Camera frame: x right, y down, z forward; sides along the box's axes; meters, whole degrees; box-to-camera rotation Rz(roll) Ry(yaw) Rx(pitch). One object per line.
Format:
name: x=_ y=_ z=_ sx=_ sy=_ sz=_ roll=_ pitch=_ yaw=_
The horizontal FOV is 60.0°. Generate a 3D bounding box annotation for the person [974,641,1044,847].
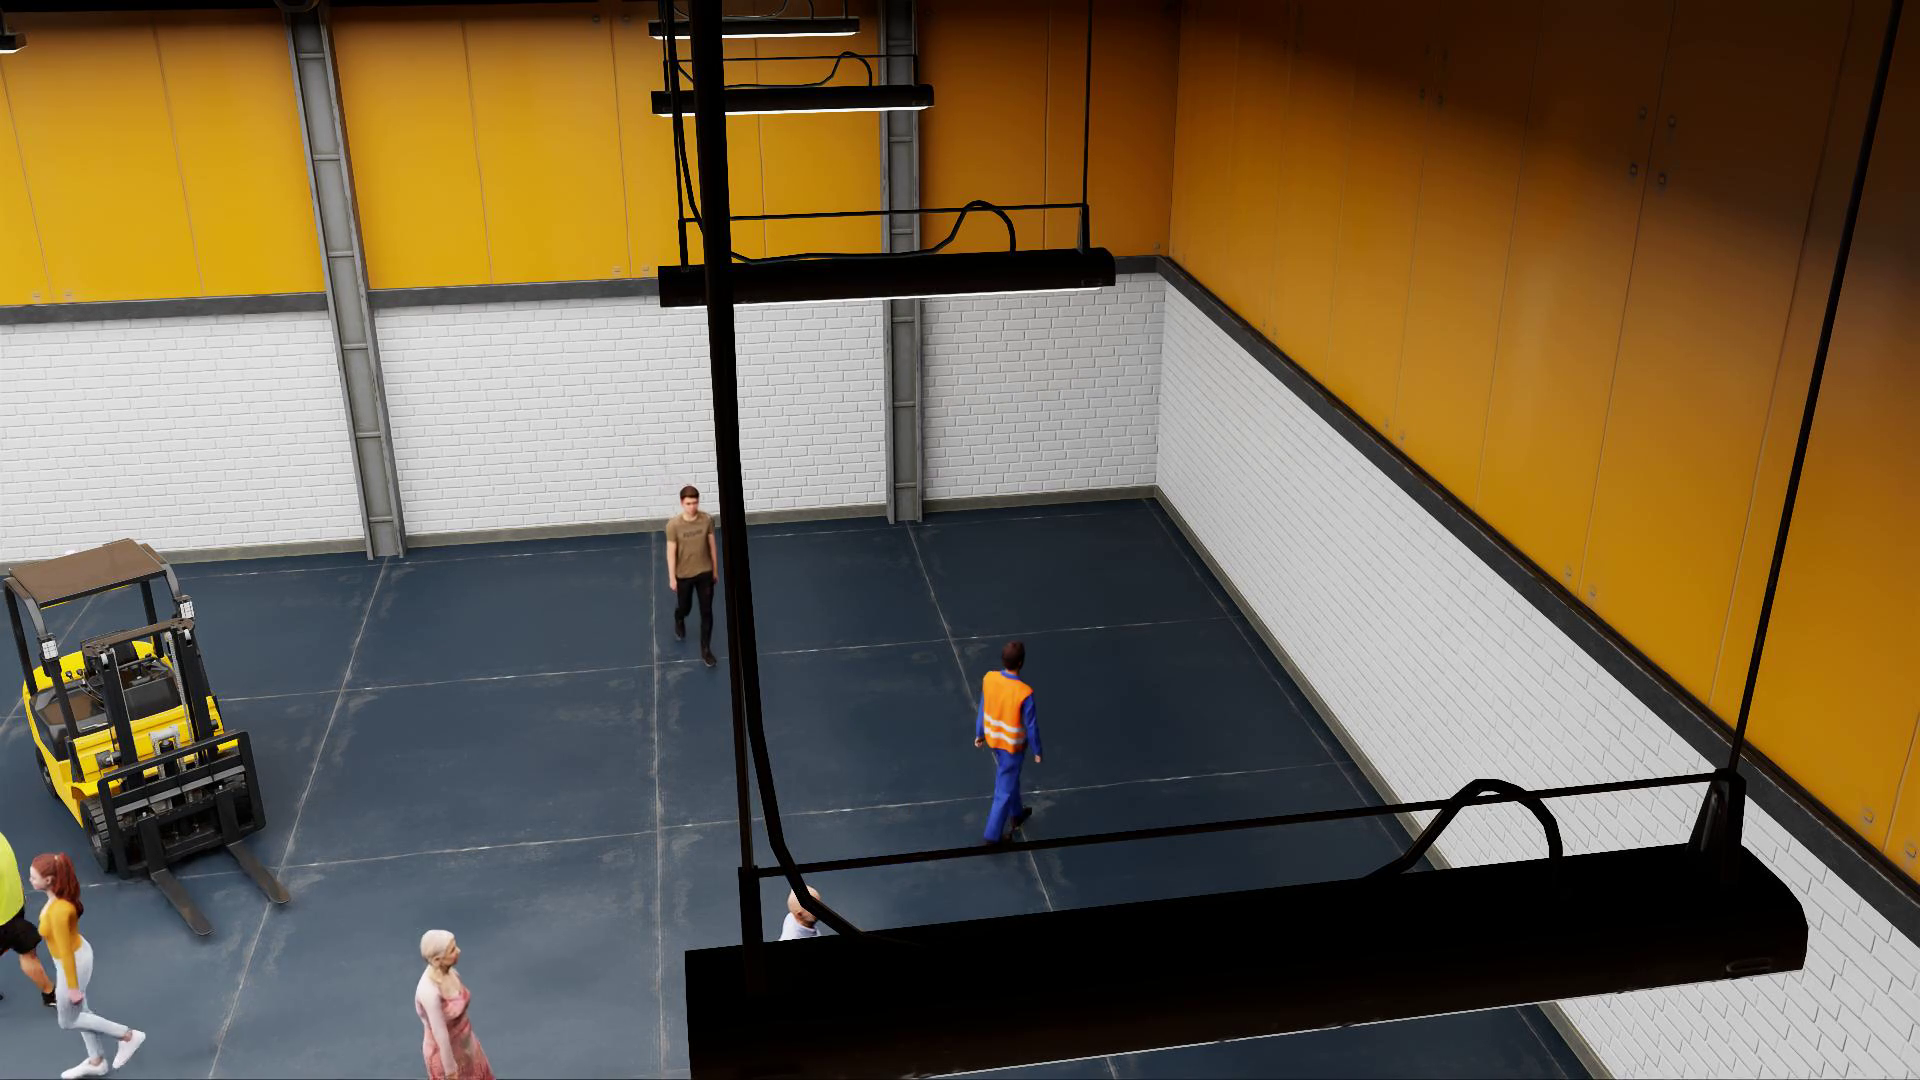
person: x=0.323 y=1.685 z=13.312 sx=1.000 sy=1.842 sz=1.088 roll=22 pitch=32 yaw=40

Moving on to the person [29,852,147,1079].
person: x=-5.721 y=2.794 z=10.904 sx=0.842 sy=1.738 sz=0.709 roll=-11 pitch=26 yaw=-23

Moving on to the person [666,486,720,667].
person: x=-2.659 y=0.306 z=16.476 sx=1.077 sy=1.834 sz=0.909 roll=-11 pitch=26 yaw=-24

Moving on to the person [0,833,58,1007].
person: x=-6.730 y=2.554 z=11.531 sx=1.072 sy=1.677 sz=0.672 roll=-3 pitch=24 yaw=-6

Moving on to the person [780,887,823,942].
person: x=-0.967 y=2.940 z=10.503 sx=0.628 sy=1.791 sz=0.685 roll=0 pitch=24 yaw=1

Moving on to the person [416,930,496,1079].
person: x=-3.195 y=3.135 z=10.201 sx=0.919 sy=1.676 sz=0.696 roll=0 pitch=24 yaw=-1
